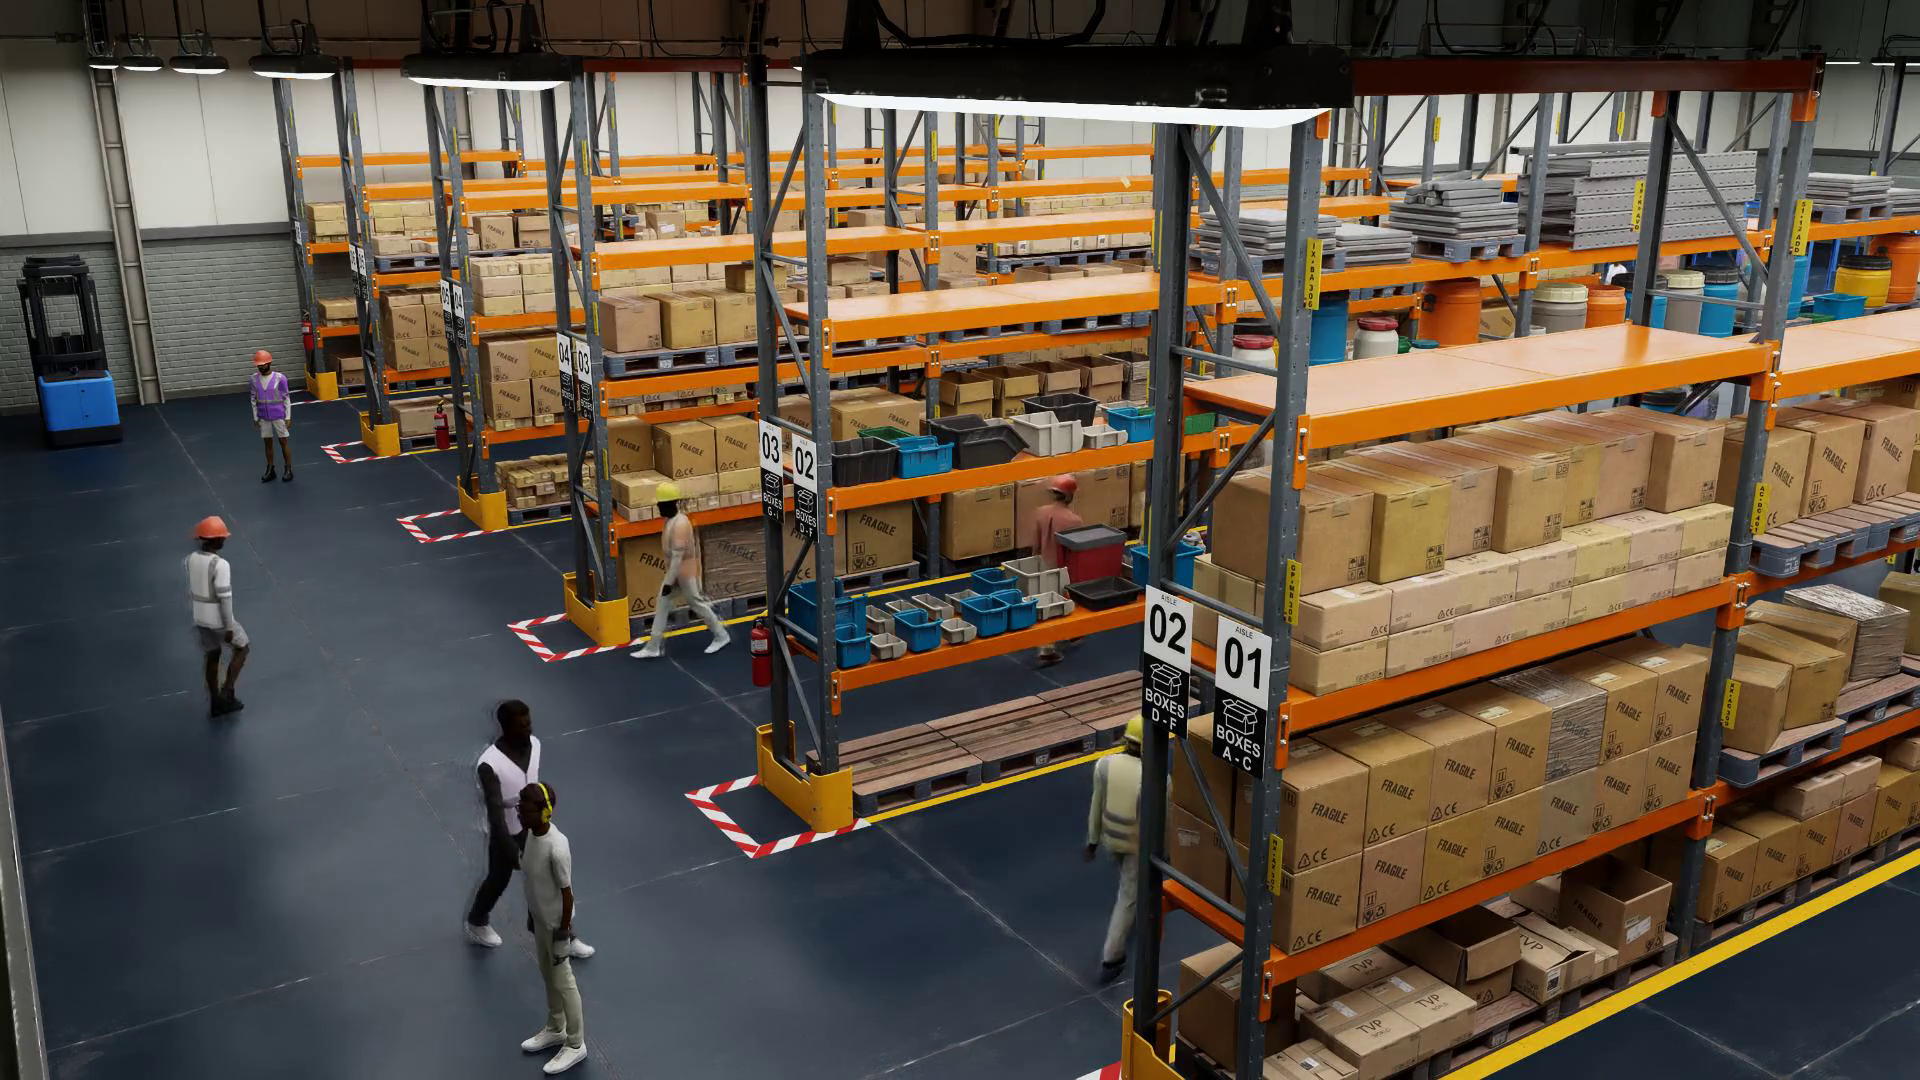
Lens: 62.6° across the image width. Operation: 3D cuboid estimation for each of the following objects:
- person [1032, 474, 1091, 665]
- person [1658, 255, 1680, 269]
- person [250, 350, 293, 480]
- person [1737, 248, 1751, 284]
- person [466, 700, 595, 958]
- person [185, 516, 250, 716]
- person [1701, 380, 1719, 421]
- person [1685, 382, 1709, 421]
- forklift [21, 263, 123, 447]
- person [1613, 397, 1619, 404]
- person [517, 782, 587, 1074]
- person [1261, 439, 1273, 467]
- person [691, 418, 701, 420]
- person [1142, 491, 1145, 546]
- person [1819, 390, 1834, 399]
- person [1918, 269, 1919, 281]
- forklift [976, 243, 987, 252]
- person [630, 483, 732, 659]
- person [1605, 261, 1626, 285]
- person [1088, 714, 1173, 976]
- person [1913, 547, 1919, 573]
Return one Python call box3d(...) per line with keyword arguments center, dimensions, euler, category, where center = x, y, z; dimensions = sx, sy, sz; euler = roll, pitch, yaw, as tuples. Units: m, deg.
box3d(center=(1.130, 0.270, 16.209), dimensions=(0.939, 1.955, 0.634), euler=(-13, 21, -36), category="person")
box3d(center=(17.243, -6.484, 38.468), dimensions=(0.670, 1.882, 0.730), euler=(10, 20, 30), category="person")
box3d(center=(-10.081, -1.817, 23.091), dimensions=(0.551, 1.935, 0.375), euler=(0, 17, -1), category="person")
box3d(center=(20.062, -6.951, 40.236), dimensions=(1.045, 1.763, 0.575), euler=(3, 17, 9), category="person")
box3d(center=(-3.053, 1.966, 10.808), dimensions=(0.977, 1.879, 0.590), euler=(8, 19, 26), category="person")
box3d(center=(-6.968, 0.713, 14.819), dimensions=(0.563, 1.917, 0.424), euler=(7, 18, 23), category="person")
box3d(center=(10.954, -1.734, 23.331), dimensions=(0.284, 1.633, 0.500), euler=(-4, 17, -13), category="person")
box3d(center=(10.117, -1.427, 21.841), dimensions=(0.407, 1.917, 0.565), euler=(-5, 18, -17), category="person")
box3d(center=(-14.518, -3.079, 25.708), dimensions=(1.129, 2.768, 1.873), euler=(-10, 20, -31), category="forklift")
box3d(center=(11.990, -3.334, 28.392), dimensions=(0.520, 1.736, 0.836), euler=(5, 18, 17), category="person")
box3d(center=(-2.515, 2.329, 9.601), dimensions=(0.326, 1.876, 0.518), euler=(-13, 21, -36), category="person")
box3d(center=(3.958, -0.640, 19.210), dimensions=(0.710, 1.941, 0.631), euler=(-11, 20, -32), category="person")
box3d(center=(-4.363, -2.751, 26.262), dimensions=(0.327, 1.874, 0.520), euler=(-6, 18, -20), category="person")
box3d(center=(2.172, 0.011, 17.652), dimensions=(0.761, 1.610, 0.515), euler=(-14, 22, -39), category="person")
box3d(center=(16.064, -3.491, 28.638), dimensions=(0.791, 1.901, 0.633), euler=(-5, 18, -17), category="person")
box3d(center=(22.423, -6.070, 36.865), dimensions=(0.394, 2.038, 0.605), euler=(4, 17, 12), category="person")
box3d(center=(0.988, -5.474, 34.718), dimensions=(1.214, 2.155, 2.313), euler=(-10, 20, -31), category="forklift")
box3d(center=(-2.874, 0.314, 16.242), dimensions=(1.043, 1.874, 0.583), euler=(-9, 19, -26), category="person")
box3d(center=(14.629, -5.535, 35.391), dimensions=(0.387, 1.883, 0.584), euler=(-2, 17, -8), category="person")
box3d(center=(1.207, 2.023, 10.783), dimensions=(0.603, 1.772, 0.949), euler=(13, 21, 37), category="person")
box3d(center=(10.173, 0.226, 16.292), dimensions=(0.395, 1.993, 0.616), euler=(-10, 20, -30), category="person")
